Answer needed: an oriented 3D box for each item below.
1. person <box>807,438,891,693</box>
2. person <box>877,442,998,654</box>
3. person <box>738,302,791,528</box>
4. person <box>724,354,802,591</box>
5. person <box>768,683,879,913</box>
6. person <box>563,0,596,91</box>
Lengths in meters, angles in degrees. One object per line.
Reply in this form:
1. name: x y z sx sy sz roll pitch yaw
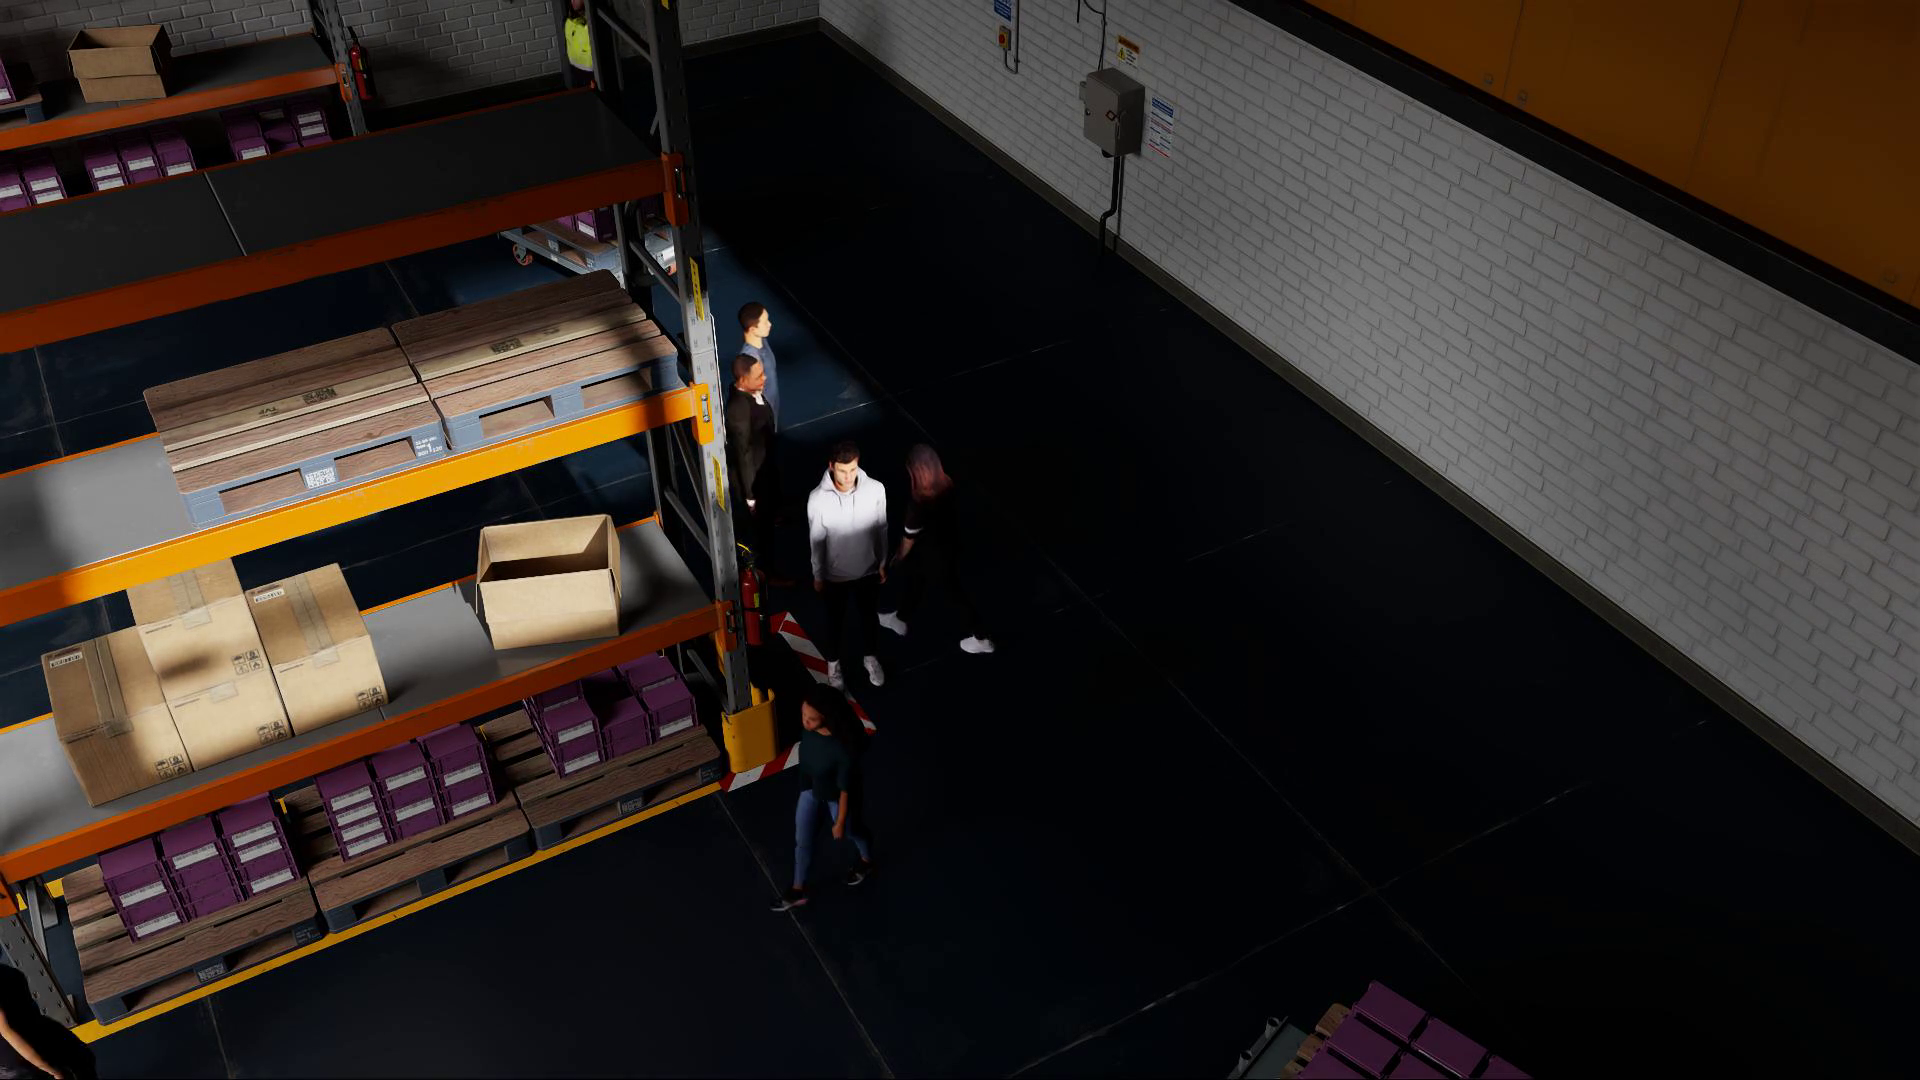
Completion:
1. person: -0.695 0.136 10.471 0.574 1.924 0.756 -14 41 -17
2. person: -0.090 0.126 10.755 1.086 1.585 1.127 16 41 19
3. person: -1.448 -0.911 11.875 0.690 1.808 0.708 -2 39 -3
4. person: -1.476 -0.436 11.215 1.066 1.890 0.966 1 39 2
5. person: -0.631 1.364 9.203 0.987 1.587 0.713 -29 47 -31
6. person: -3.509 -4.542 16.297 0.893 1.964 0.876 25 45 28
